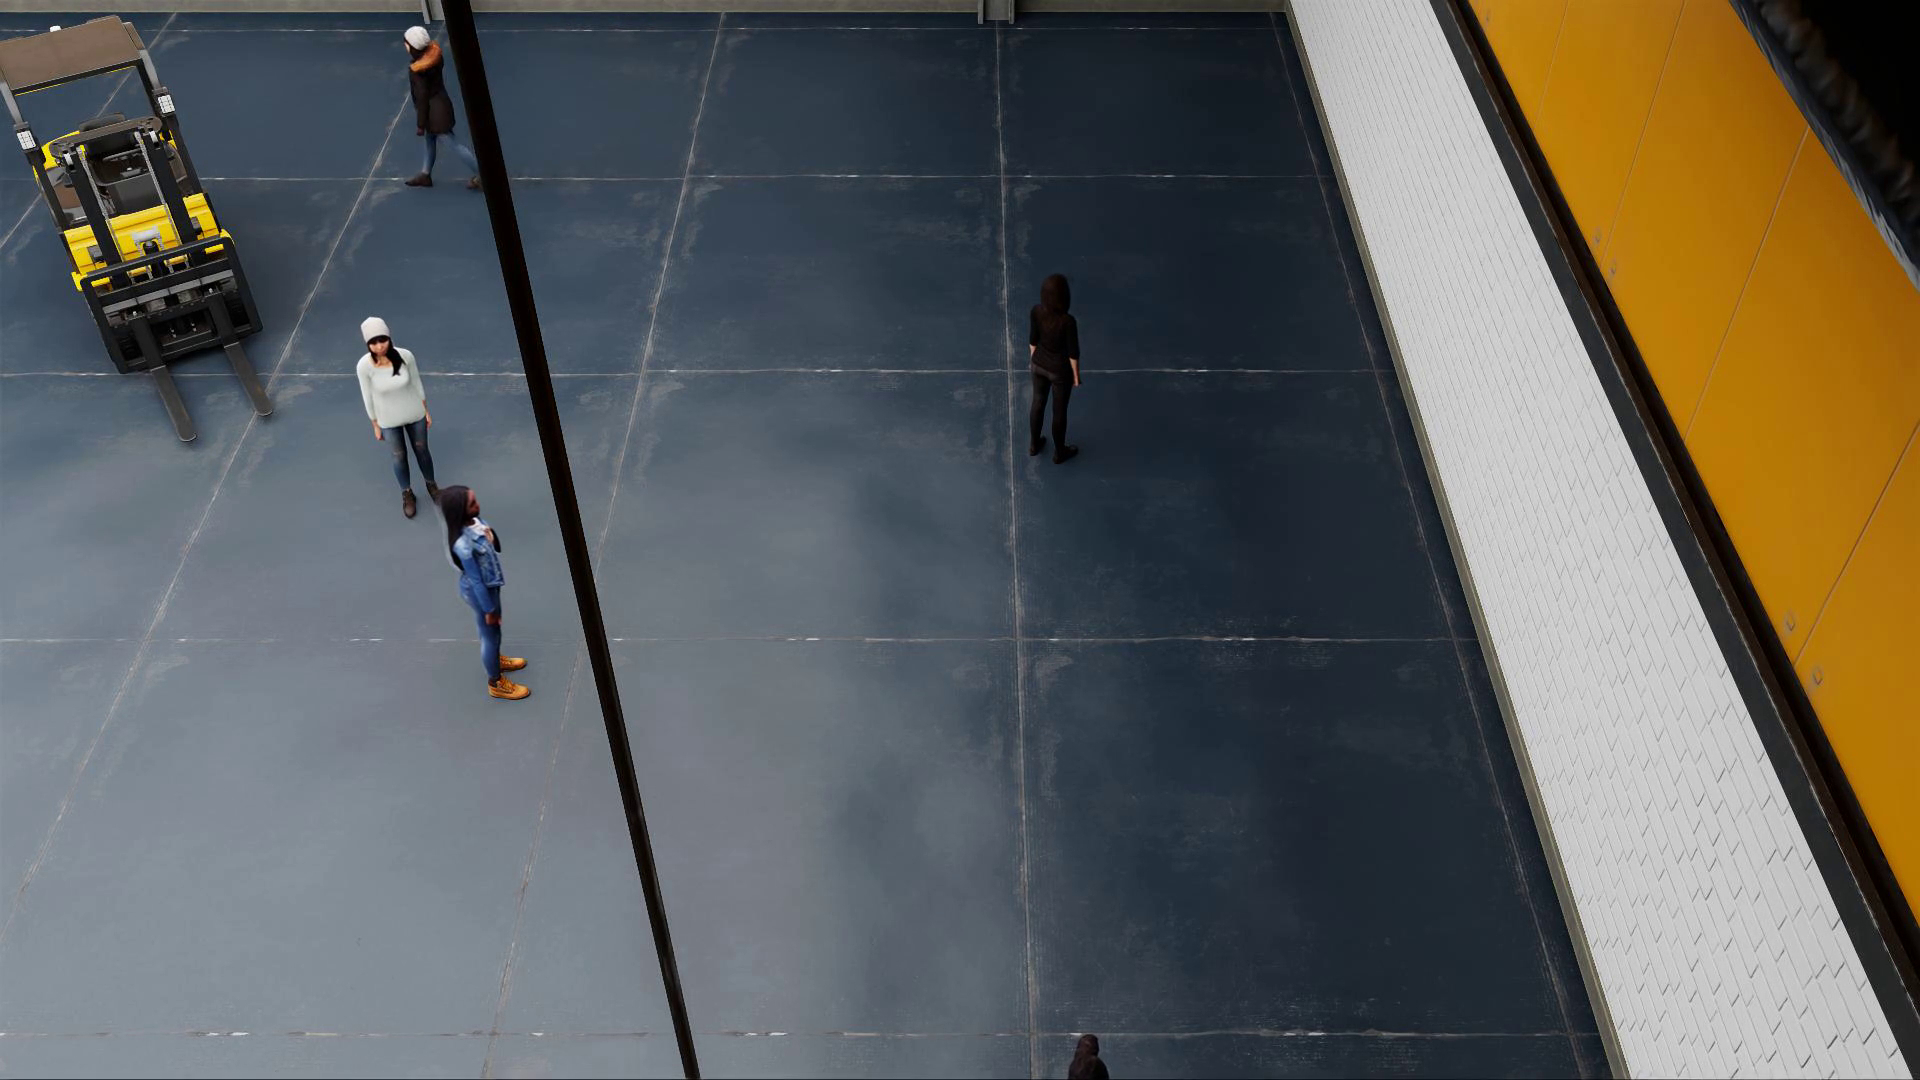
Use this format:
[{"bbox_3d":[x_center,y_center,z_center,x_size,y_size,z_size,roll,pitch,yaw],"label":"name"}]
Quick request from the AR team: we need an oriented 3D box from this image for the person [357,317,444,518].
[{"bbox_3d":[-4.008,-0.892,11.896,0.592,1.645,0.704,-21,47,-20],"label":"person"}]

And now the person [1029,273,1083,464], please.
[{"bbox_3d":[0.681,-1.270,12.296,0.601,1.640,0.703,24,49,23],"label":"person"}]

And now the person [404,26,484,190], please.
[{"bbox_3d":[-4.662,-3.857,15.045,1.046,1.594,0.693,-4,44,-4],"label":"person"}]

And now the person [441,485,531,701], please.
[{"bbox_3d":[-3.042,0.310,10.586,0.608,1.712,0.660,-10,44,-10],"label":"person"}]
